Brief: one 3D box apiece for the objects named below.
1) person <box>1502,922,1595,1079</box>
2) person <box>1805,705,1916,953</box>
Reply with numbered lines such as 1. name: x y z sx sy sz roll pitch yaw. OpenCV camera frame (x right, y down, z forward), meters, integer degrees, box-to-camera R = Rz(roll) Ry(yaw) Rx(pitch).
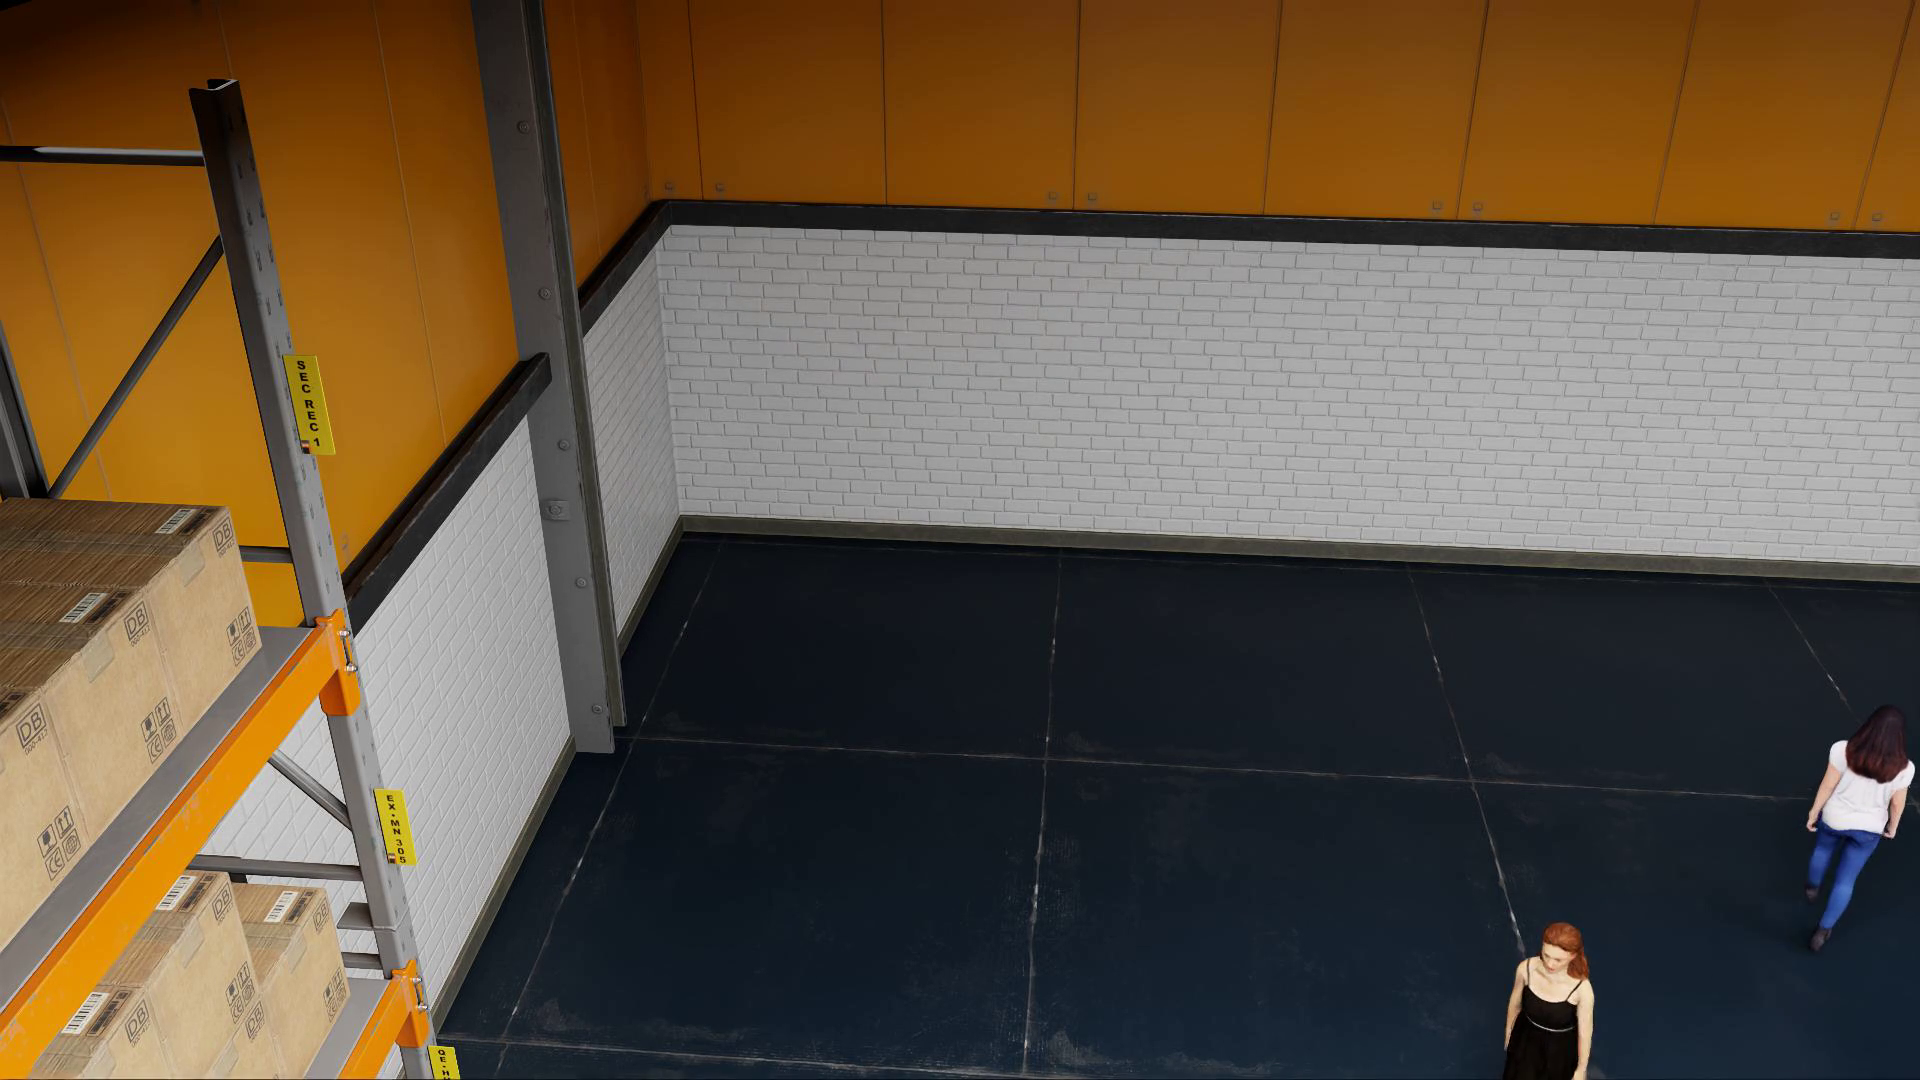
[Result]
1. person: 3.013 2.549 8.454 0.906 1.602 1.045 18 33 29
2. person: 5.262 1.756 9.853 0.883 1.656 1.028 17 33 29
